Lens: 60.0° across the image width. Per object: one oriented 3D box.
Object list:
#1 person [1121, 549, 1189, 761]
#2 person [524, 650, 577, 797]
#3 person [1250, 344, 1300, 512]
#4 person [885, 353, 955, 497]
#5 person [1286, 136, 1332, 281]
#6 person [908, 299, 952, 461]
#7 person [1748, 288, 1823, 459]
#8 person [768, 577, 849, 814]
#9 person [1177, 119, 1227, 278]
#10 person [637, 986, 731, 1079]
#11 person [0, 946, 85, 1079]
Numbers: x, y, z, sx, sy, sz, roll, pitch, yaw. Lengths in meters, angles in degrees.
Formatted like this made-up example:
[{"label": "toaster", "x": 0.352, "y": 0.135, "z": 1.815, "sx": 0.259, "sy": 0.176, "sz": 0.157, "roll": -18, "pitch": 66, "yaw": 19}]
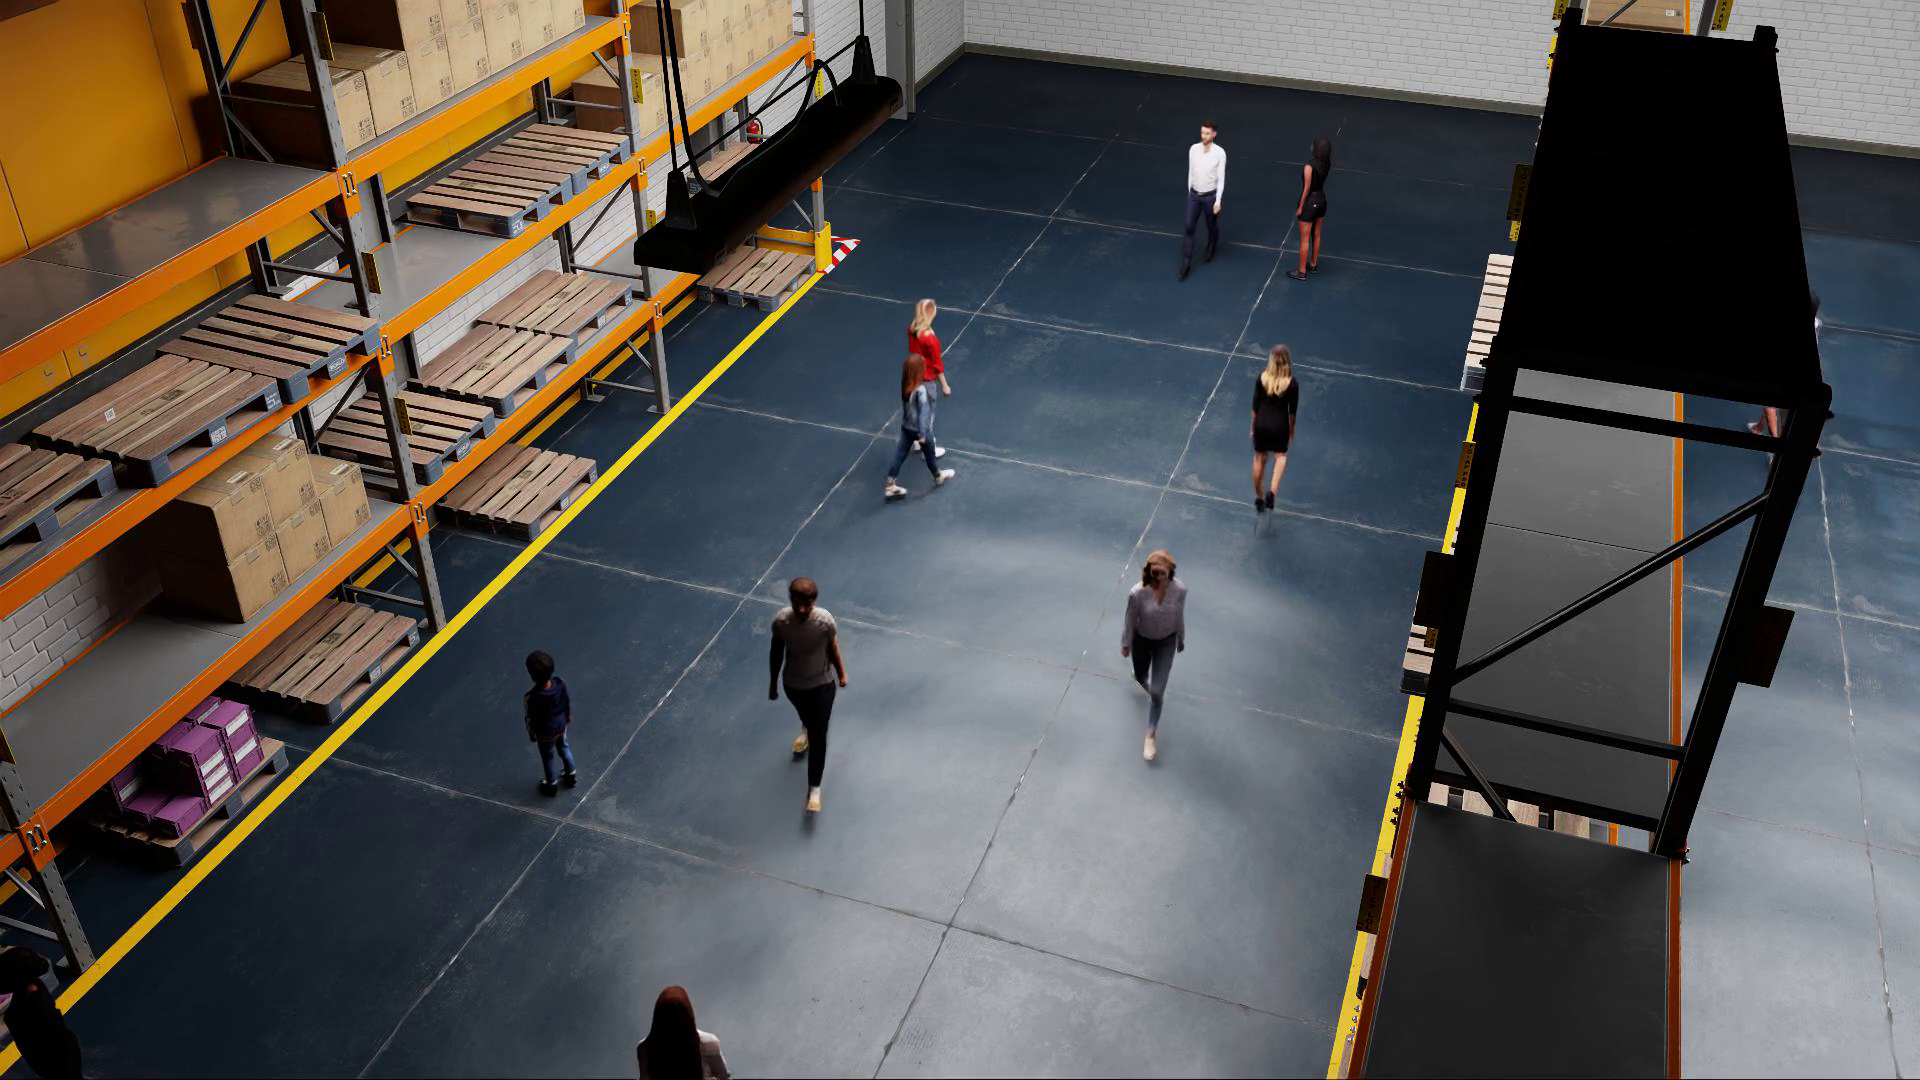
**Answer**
[{"label": "person", "x": 1.453, "y": 0.747, "z": 12.568, "sx": 0.895, "sy": 1.758, "sz": 1.187, "roll": -2, "pitch": 34, "yaw": -3}, {"label": "person", "x": -3.006, "y": 1.337, "z": 12.167, "sx": 0.641, "sy": 1.220, "sz": 0.526, "roll": 28, "pitch": 43, "yaw": 35}, {"label": "person", "x": 2.831, "y": -0.965, "z": 15.233, "sx": 0.589, "sy": 1.661, "sz": 0.741, "roll": 9, "pitch": 35, "yaw": 13}, {"label": "person", "x": -0.480, "y": -1.036, "z": 15.535, "sx": 1.070, "sy": 1.444, "sz": 0.947, "roll": -20, "pitch": 38, "yaw": -27}, {"label": "person", "x": 4.157, "y": -3.933, "z": 19.628, "sx": 0.725, "sy": 1.738, "sz": 0.595, "roll": 27, "pitch": 42, "yaw": 35}, {"label": "person", "x": -0.375, "y": -1.529, "z": 16.042, "sx": 0.774, "sy": 1.704, "sz": 0.729, "roll": -18, "pitch": 37, "yaw": -24}, {"label": "person", "x": 8.034, "y": -1.614, "z": 16.174, "sx": 0.839, "sy": 1.699, "sz": 1.167, "roll": 1, "pitch": 34, "yaw": 2}, {"label": "person", "x": -1.099, "y": 0.983, "z": 12.161, "sx": 0.903, "sy": 1.816, "sz": 1.351, "roll": 5, "pitch": 34, "yaw": 8}, {"label": "person", "x": 2.957, "y": -4.124, "z": 19.832, "sx": 0.749, "sy": 1.829, "sz": 1.248, "roll": 17, "pitch": 37, "yaw": 24}, {"label": "person", "x": -1.469, "y": 3.159, "z": 8.984, "sx": 0.933, "sy": 1.709, "sz": 1.216, "roll": -2, "pitch": 34, "yaw": -3}, {"label": "person", "x": -5.113, "y": 2.909, "z": 9.391, "sx": 0.672, "sy": 1.675, "sz": 0.669, "roll": 27, "pitch": 42, "yaw": 35}]
